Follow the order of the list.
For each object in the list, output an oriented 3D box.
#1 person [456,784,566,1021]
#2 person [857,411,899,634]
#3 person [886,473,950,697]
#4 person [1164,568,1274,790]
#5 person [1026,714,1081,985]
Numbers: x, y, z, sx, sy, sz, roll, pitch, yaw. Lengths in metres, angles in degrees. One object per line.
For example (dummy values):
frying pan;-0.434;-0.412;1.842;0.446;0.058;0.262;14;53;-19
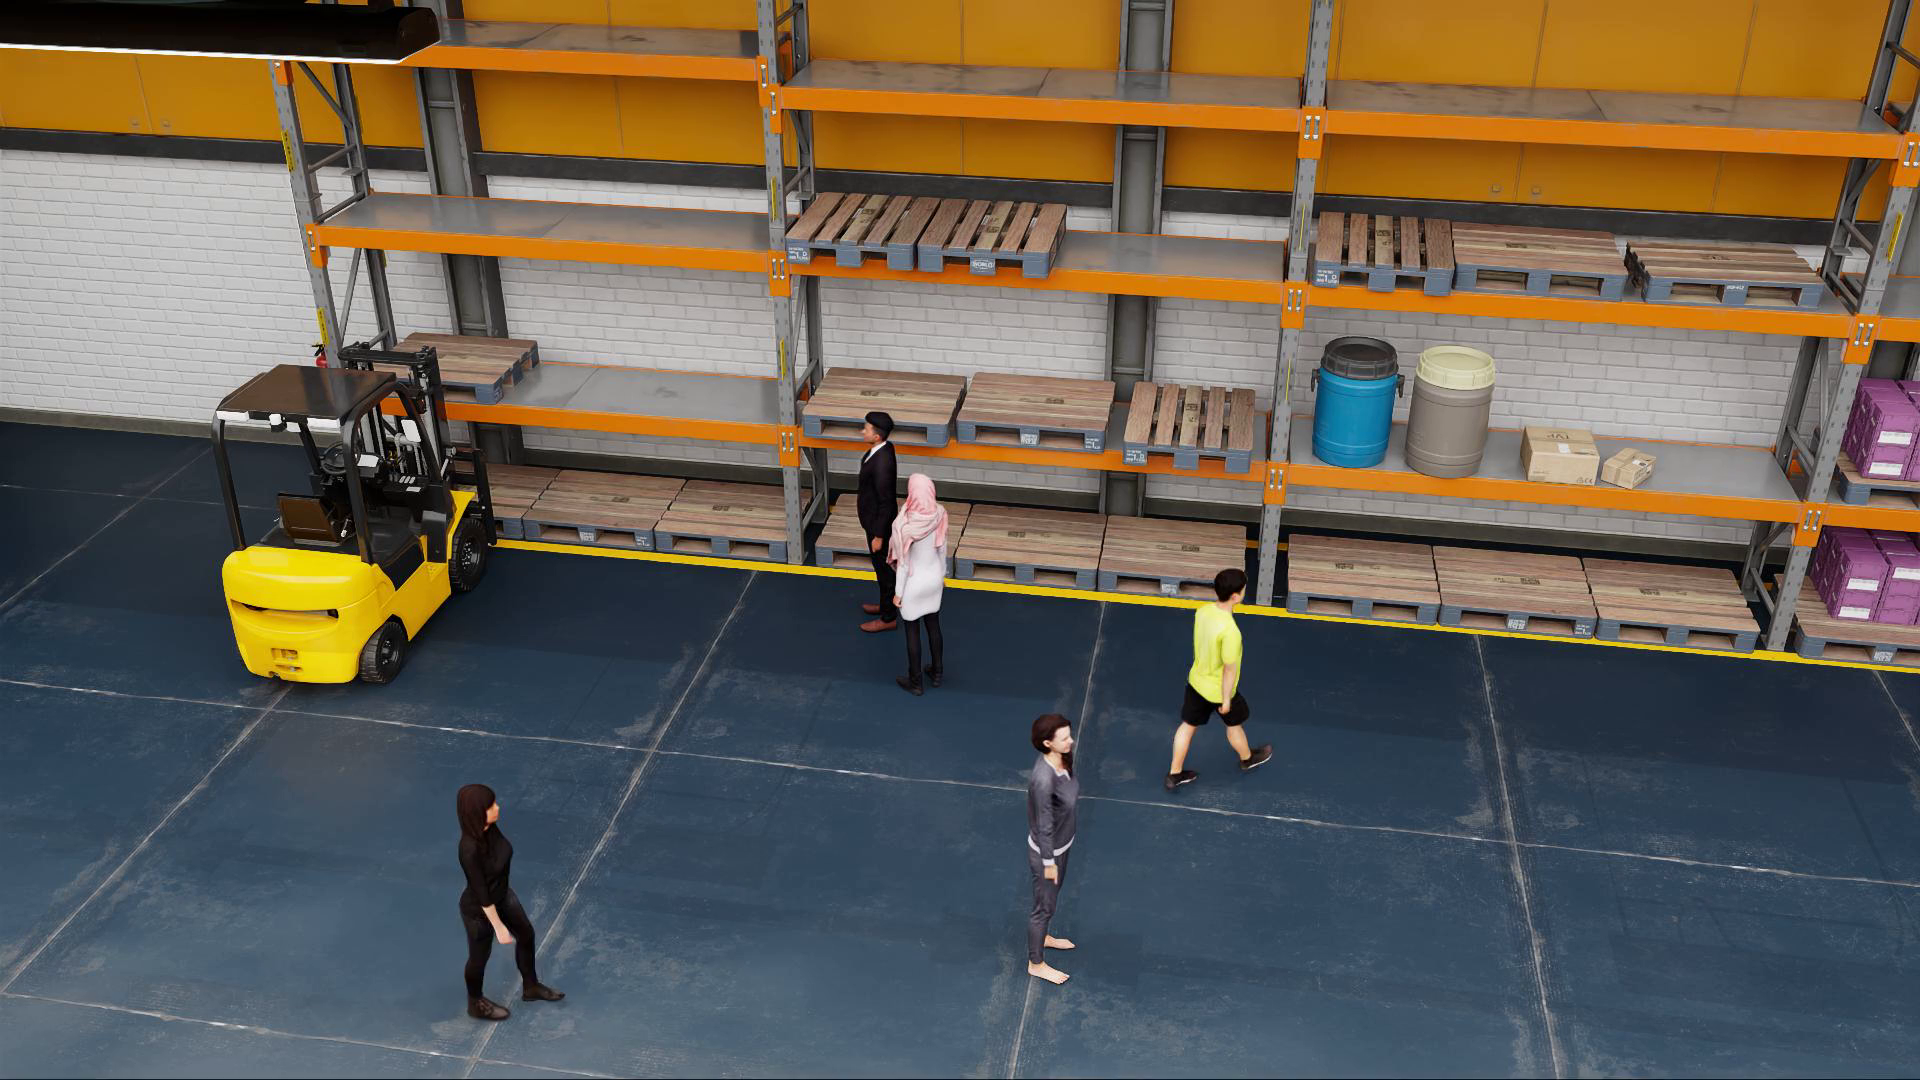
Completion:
person;-2.727;2.049;9.312;0.752;1.624;0.579;3;29;6
person;-0.613;-0.160;13.091;0.632;1.884;0.742;-1;29;-2
person;-0.291;0.321;12.293;0.742;1.804;0.799;-19;34;-31
person;1.646;0.983;11.226;1.152;1.663;1.040;-15;32;-25
person;0.521;1.764;9.685;0.509;1.767;0.607;5;29;10
